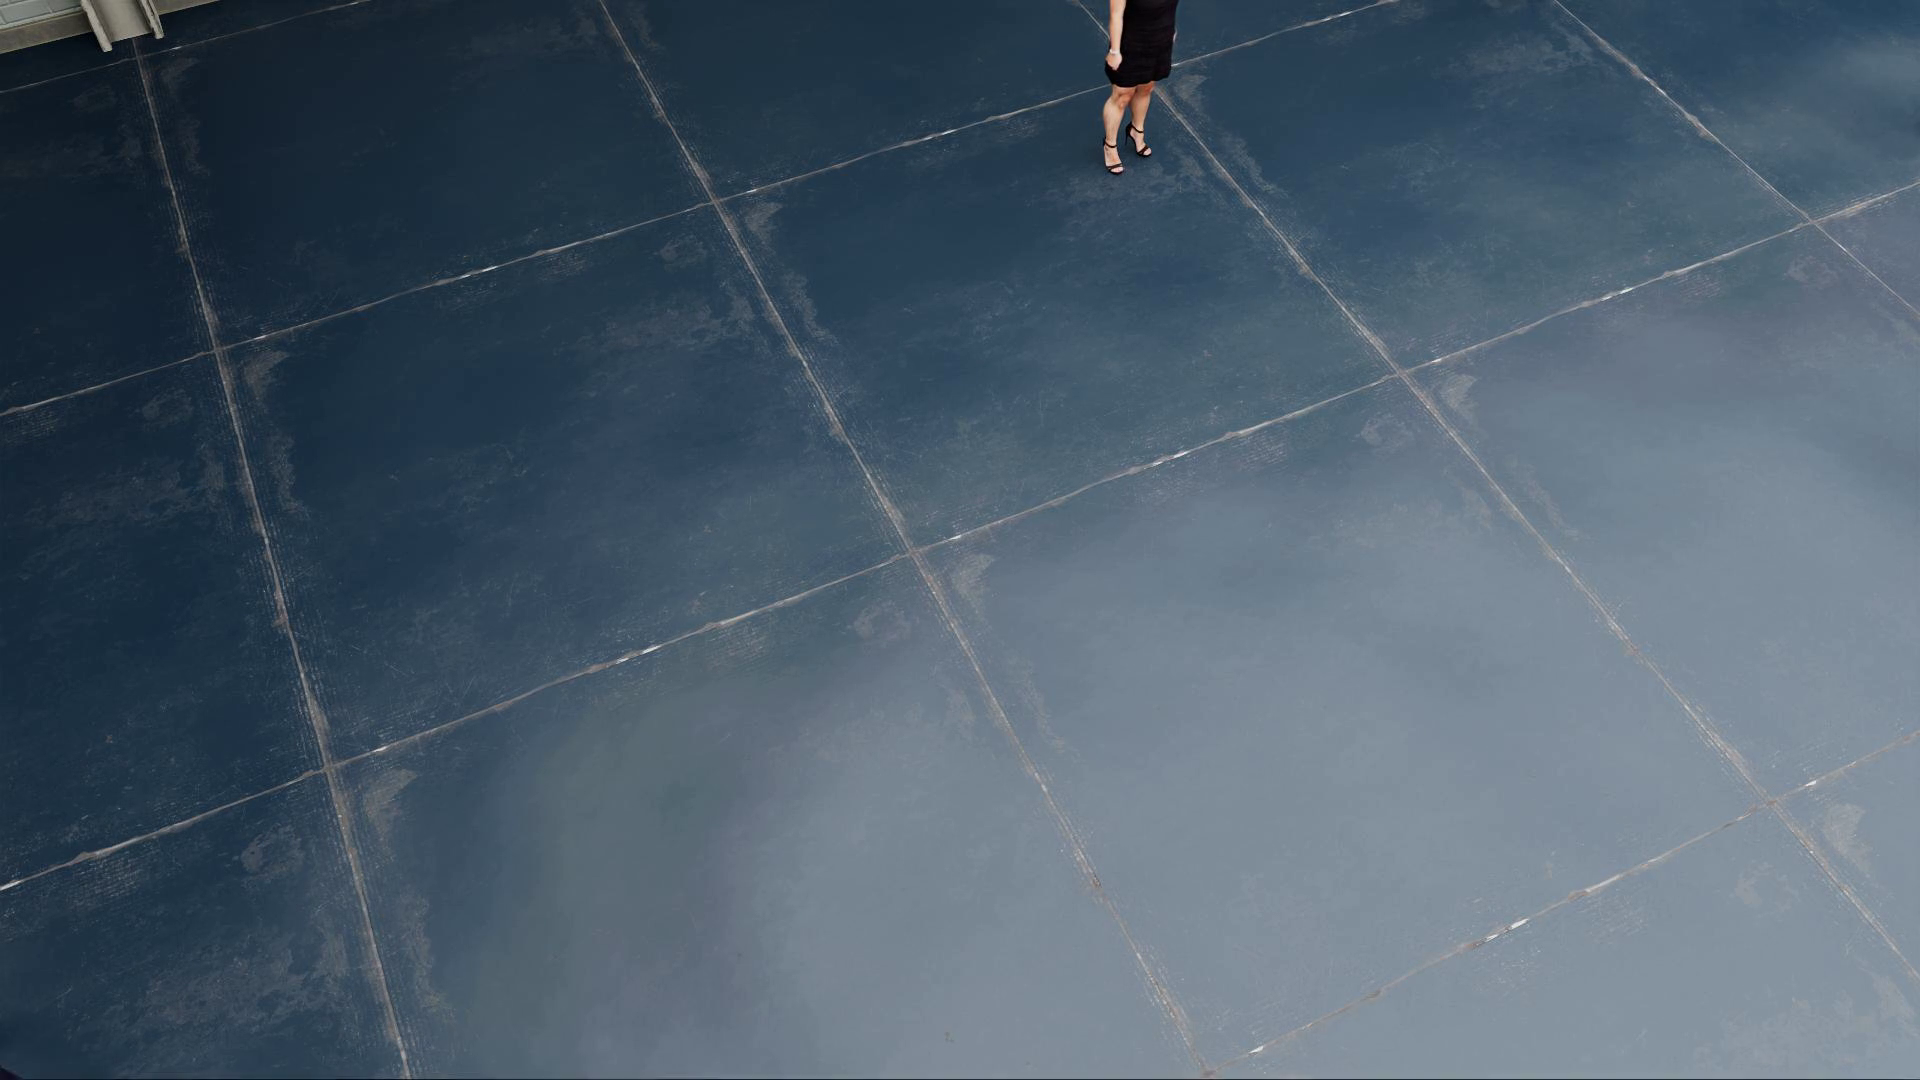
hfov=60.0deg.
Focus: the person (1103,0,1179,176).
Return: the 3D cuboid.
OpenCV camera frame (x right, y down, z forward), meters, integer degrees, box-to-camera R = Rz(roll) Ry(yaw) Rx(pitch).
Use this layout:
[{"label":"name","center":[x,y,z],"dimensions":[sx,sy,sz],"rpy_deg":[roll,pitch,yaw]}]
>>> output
[{"label":"person","center":[1.050,-2.936,9.802],"dimensions":[0.611,1.721,0.762],"rpy_deg":[-32,59,-22]}]
